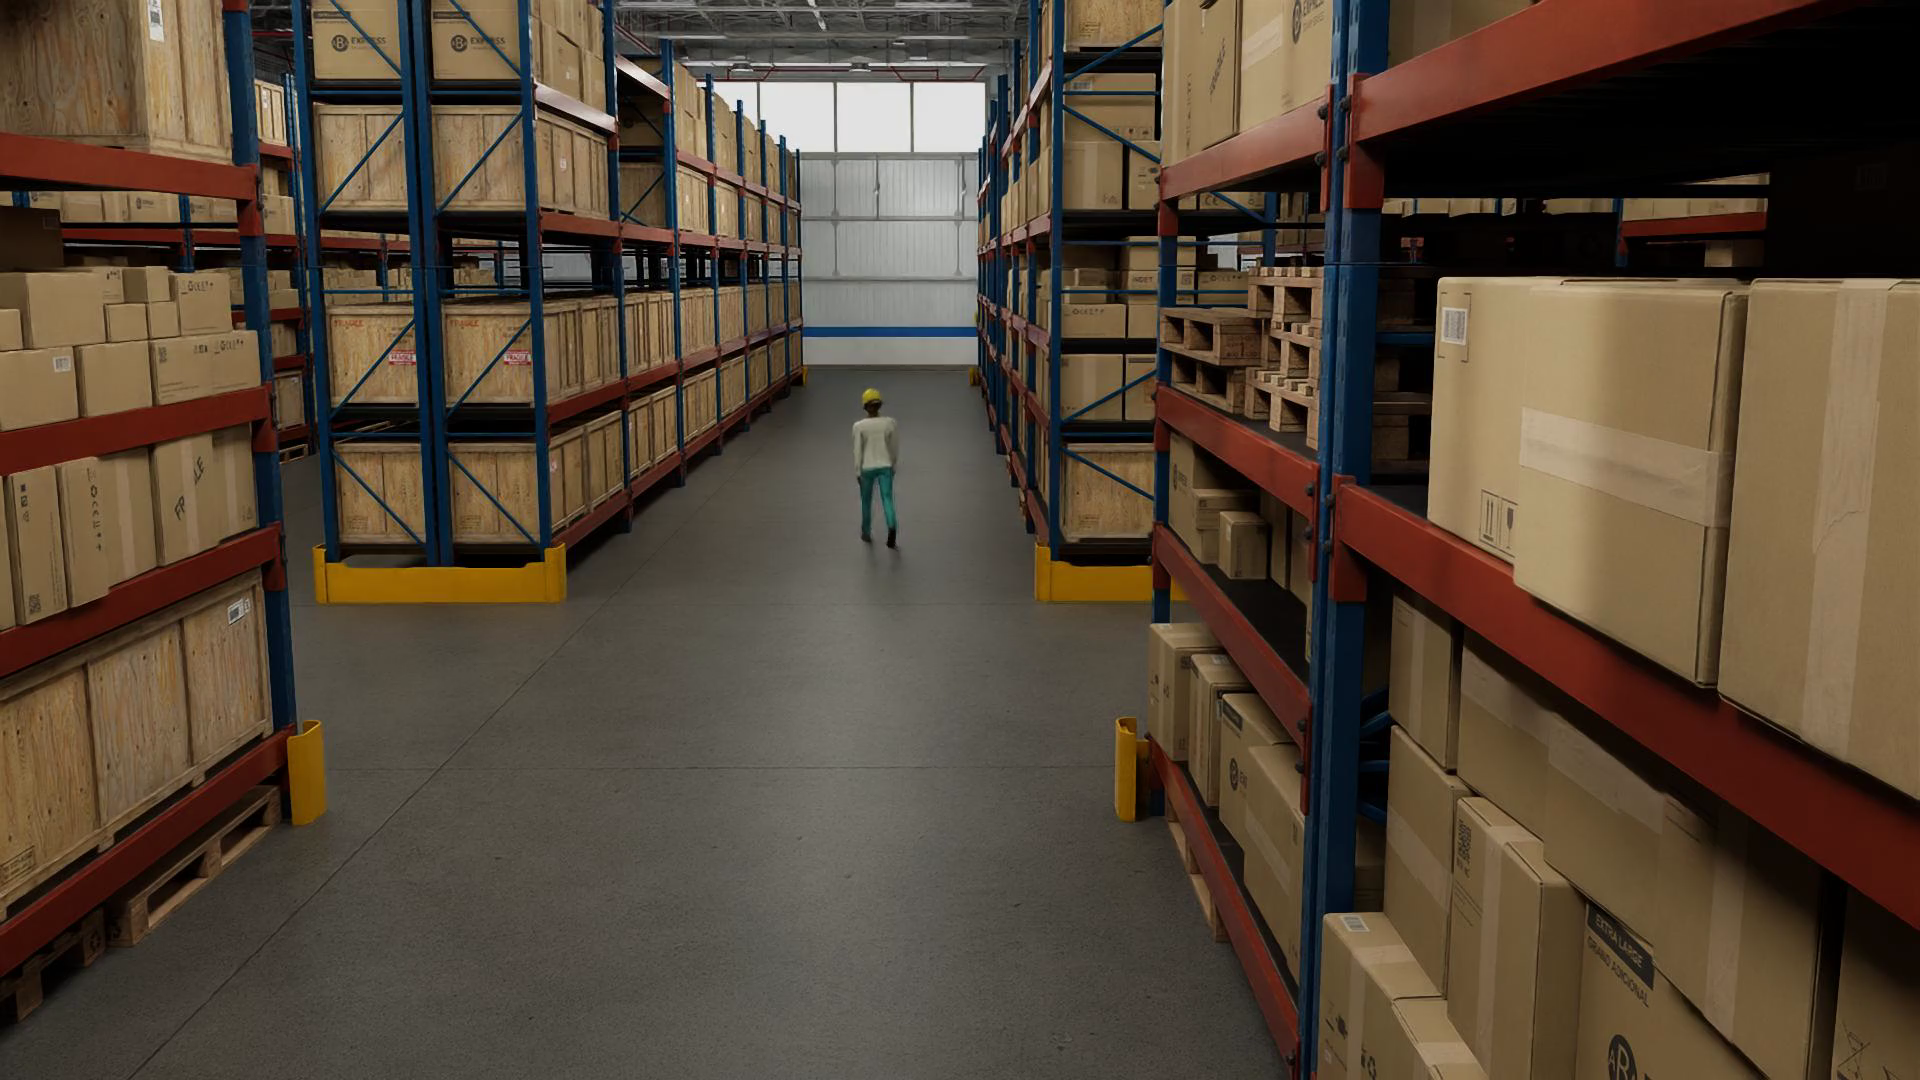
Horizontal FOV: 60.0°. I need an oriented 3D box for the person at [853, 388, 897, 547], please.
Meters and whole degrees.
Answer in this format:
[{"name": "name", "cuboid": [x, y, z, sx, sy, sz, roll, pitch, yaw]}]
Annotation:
[{"name": "person", "cuboid": [-0.911, -0.797, 18.235, 0.521, 1.739, 0.795, -3, 10, -15]}]
